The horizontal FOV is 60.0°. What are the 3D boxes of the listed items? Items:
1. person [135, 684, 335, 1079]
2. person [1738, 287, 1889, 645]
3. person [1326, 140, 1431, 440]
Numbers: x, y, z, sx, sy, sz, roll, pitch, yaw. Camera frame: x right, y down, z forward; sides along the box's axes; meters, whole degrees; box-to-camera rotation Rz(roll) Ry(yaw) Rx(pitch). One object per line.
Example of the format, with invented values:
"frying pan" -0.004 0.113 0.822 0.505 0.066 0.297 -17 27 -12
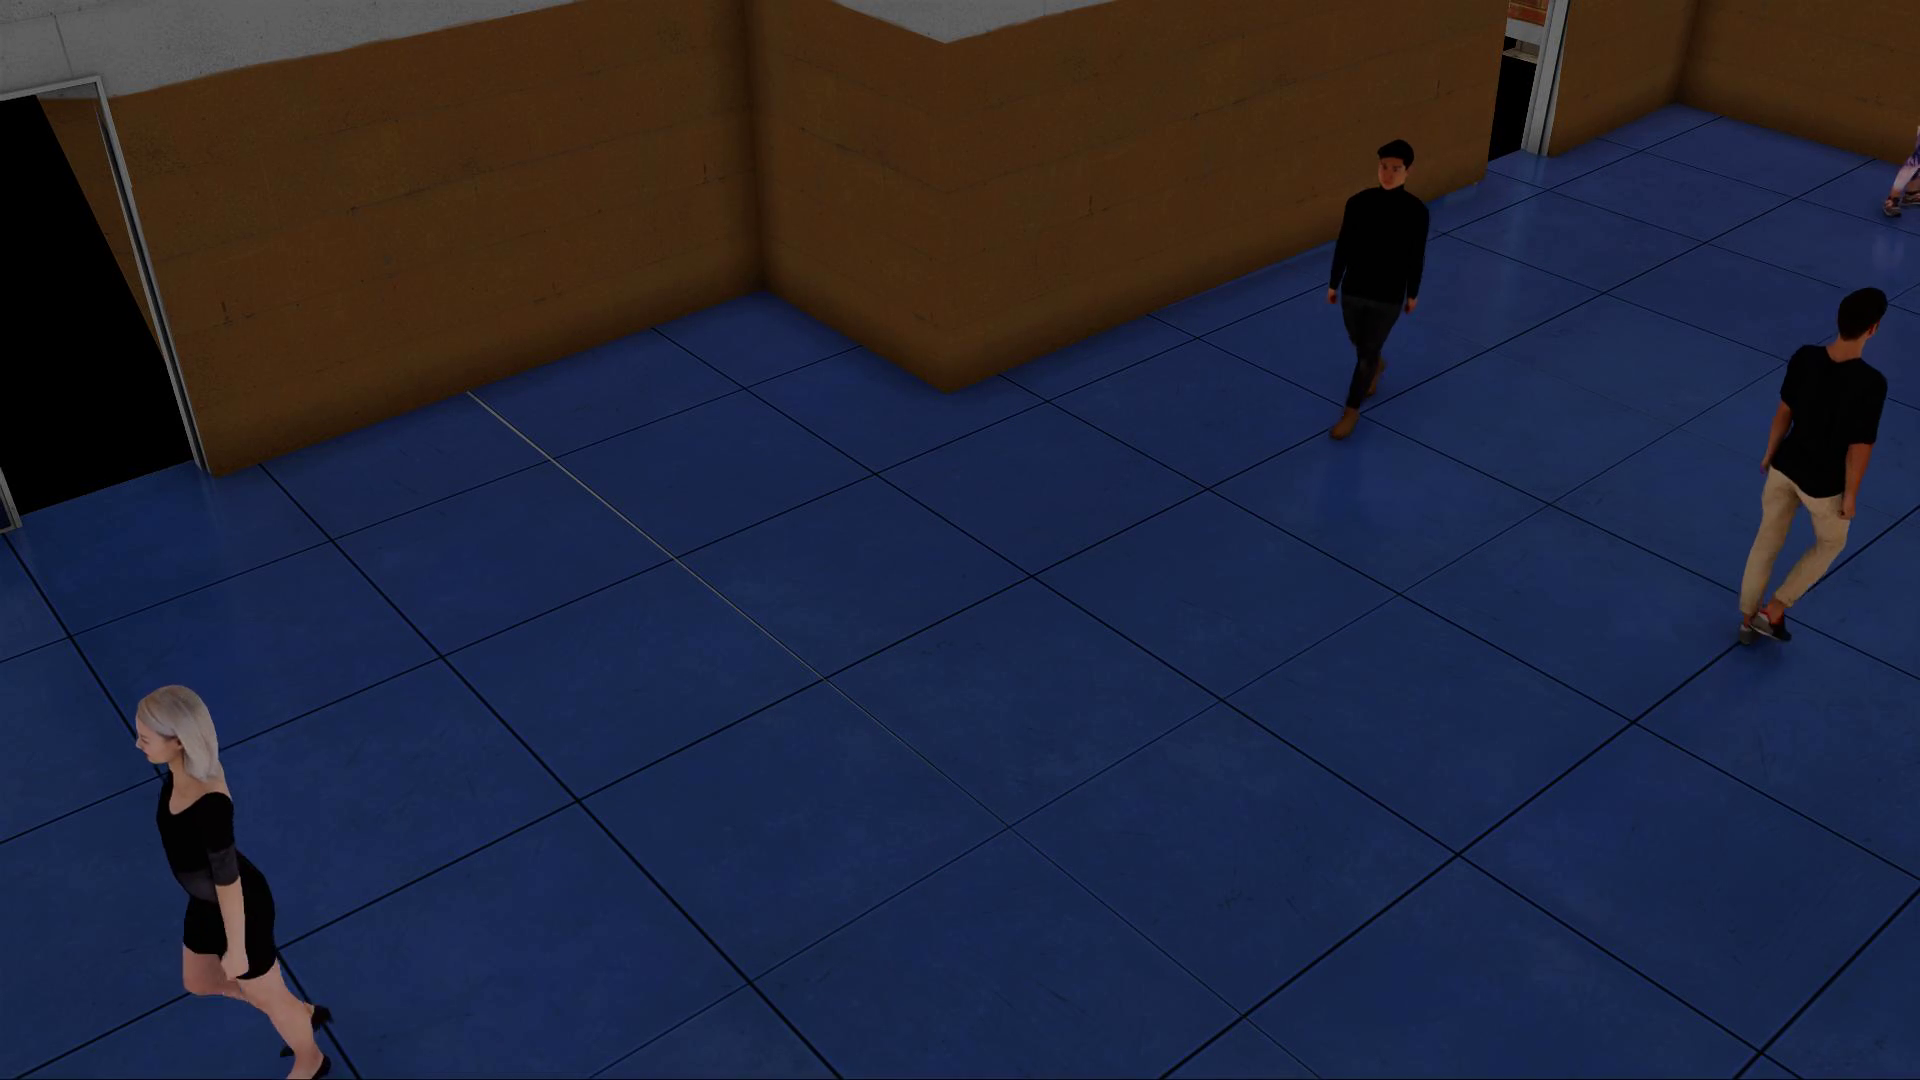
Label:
"person" -2.304 1.190 5.500 0.630 1.822 0.556 -26 41 -33
"person" 3.858 -0.266 7.642 0.749 1.849 0.590 -20 39 -28
"person" 2.424 -1.501 9.655 1.090 1.699 0.890 22 39 29
